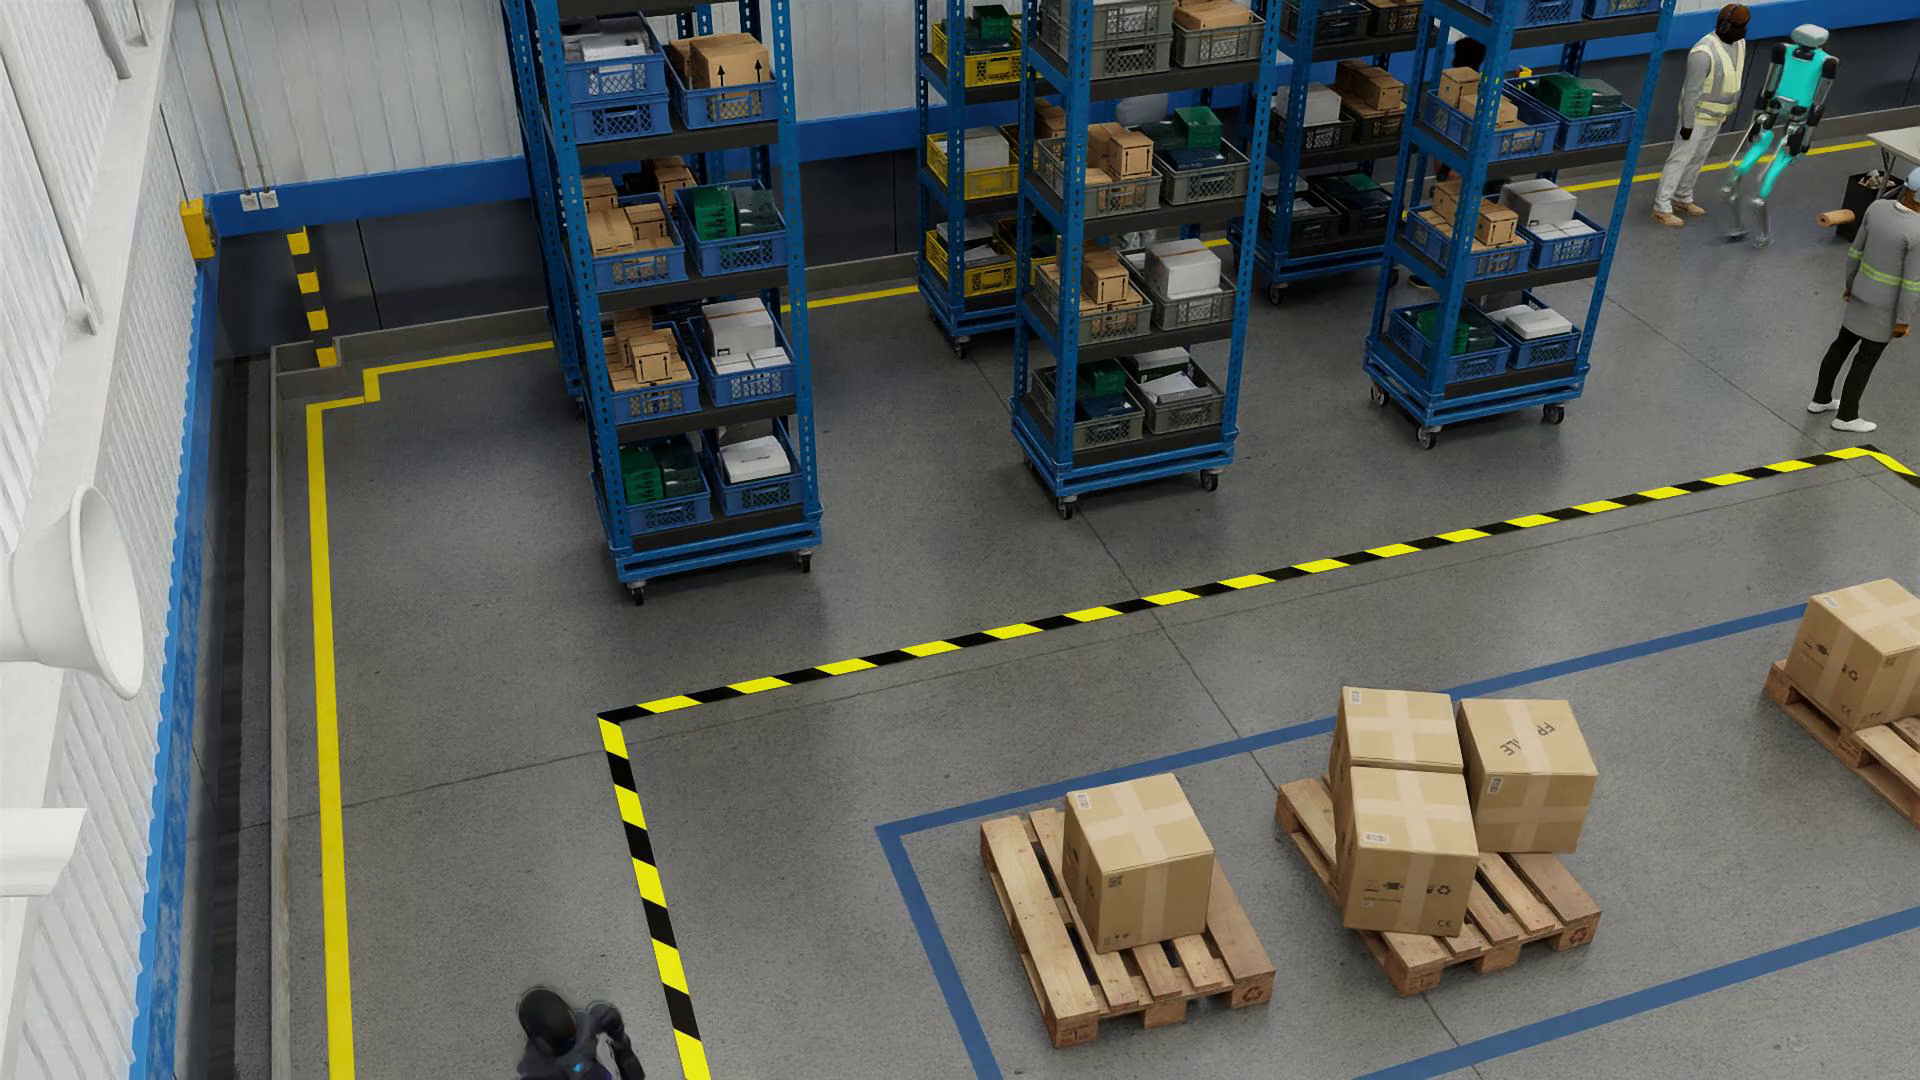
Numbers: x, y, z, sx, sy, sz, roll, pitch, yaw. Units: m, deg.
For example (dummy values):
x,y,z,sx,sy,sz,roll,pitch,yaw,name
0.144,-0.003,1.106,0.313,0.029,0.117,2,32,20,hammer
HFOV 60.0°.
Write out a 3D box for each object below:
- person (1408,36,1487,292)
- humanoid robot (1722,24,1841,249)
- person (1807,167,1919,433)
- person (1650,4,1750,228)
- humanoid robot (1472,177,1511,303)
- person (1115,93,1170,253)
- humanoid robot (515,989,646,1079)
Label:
x,y,z,sx,sy,sz,roll,pitch,yaw,name
3.747,-2.839,12.608,0.362,1.963,0.612,24,42,30,person
6.427,-3.154,13.238,0.698,1.781,0.533,-25,42,-31,humanoid robot
6.061,-1.589,10.936,0.388,1.849,0.597,-8,36,-11,person
6.110,-3.483,13.643,0.620,1.835,0.431,-25,42,-31,person
3.675,-2.146,11.890,0.545,1.654,0.584,-3,35,-4,humanoid robot
1.294,-2.731,12.479,0.373,1.940,0.627,21,40,27,person
-1.392,2.060,5.956,0.620,1.647,0.533,-29,45,-35,humanoid robot
